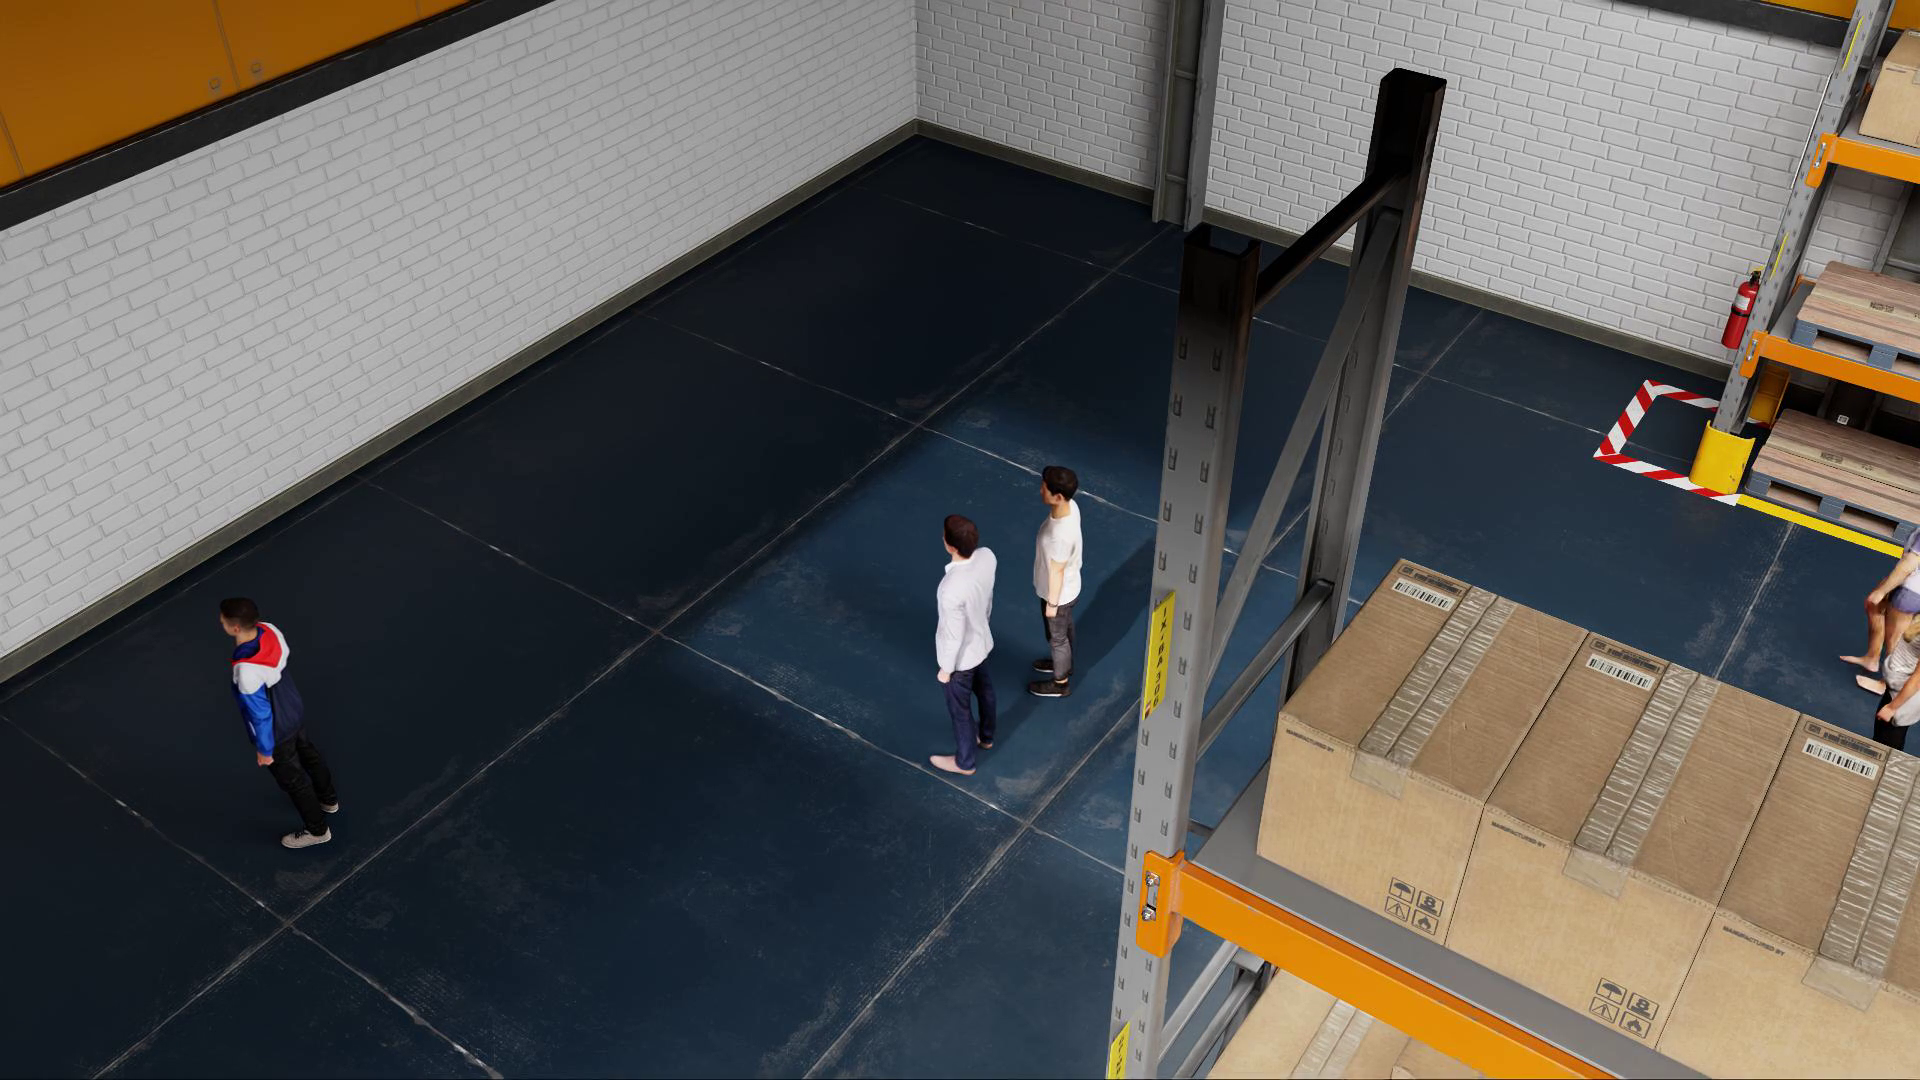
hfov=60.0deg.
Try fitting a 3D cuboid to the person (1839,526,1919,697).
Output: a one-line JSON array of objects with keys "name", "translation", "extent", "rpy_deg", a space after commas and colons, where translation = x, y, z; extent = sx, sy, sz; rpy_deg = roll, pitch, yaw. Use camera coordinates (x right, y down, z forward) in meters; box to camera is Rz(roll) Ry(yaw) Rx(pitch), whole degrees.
[{"name": "person", "translation": [5.947, 0.334, 10.242], "extent": [0.655, 1.716, 0.629], "rpy_deg": [32, 48, 33]}]

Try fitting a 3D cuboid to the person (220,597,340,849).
[{"name": "person", "translation": [-3.843, 1.011, 9.361], "extent": [0.741, 1.757, 0.719], "rpy_deg": [-1, 39, -1]}]

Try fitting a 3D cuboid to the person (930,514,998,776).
[{"name": "person", "translation": [0.034, 0.618, 9.779], "extent": [0.583, 1.848, 0.699], "rpy_deg": [19, 42, 22]}]

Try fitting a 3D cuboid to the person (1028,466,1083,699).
[{"name": "person", "translation": [0.620, 0.257, 10.335], "extent": [0.700, 1.718, 0.692], "rpy_deg": [2, 39, 3]}]
